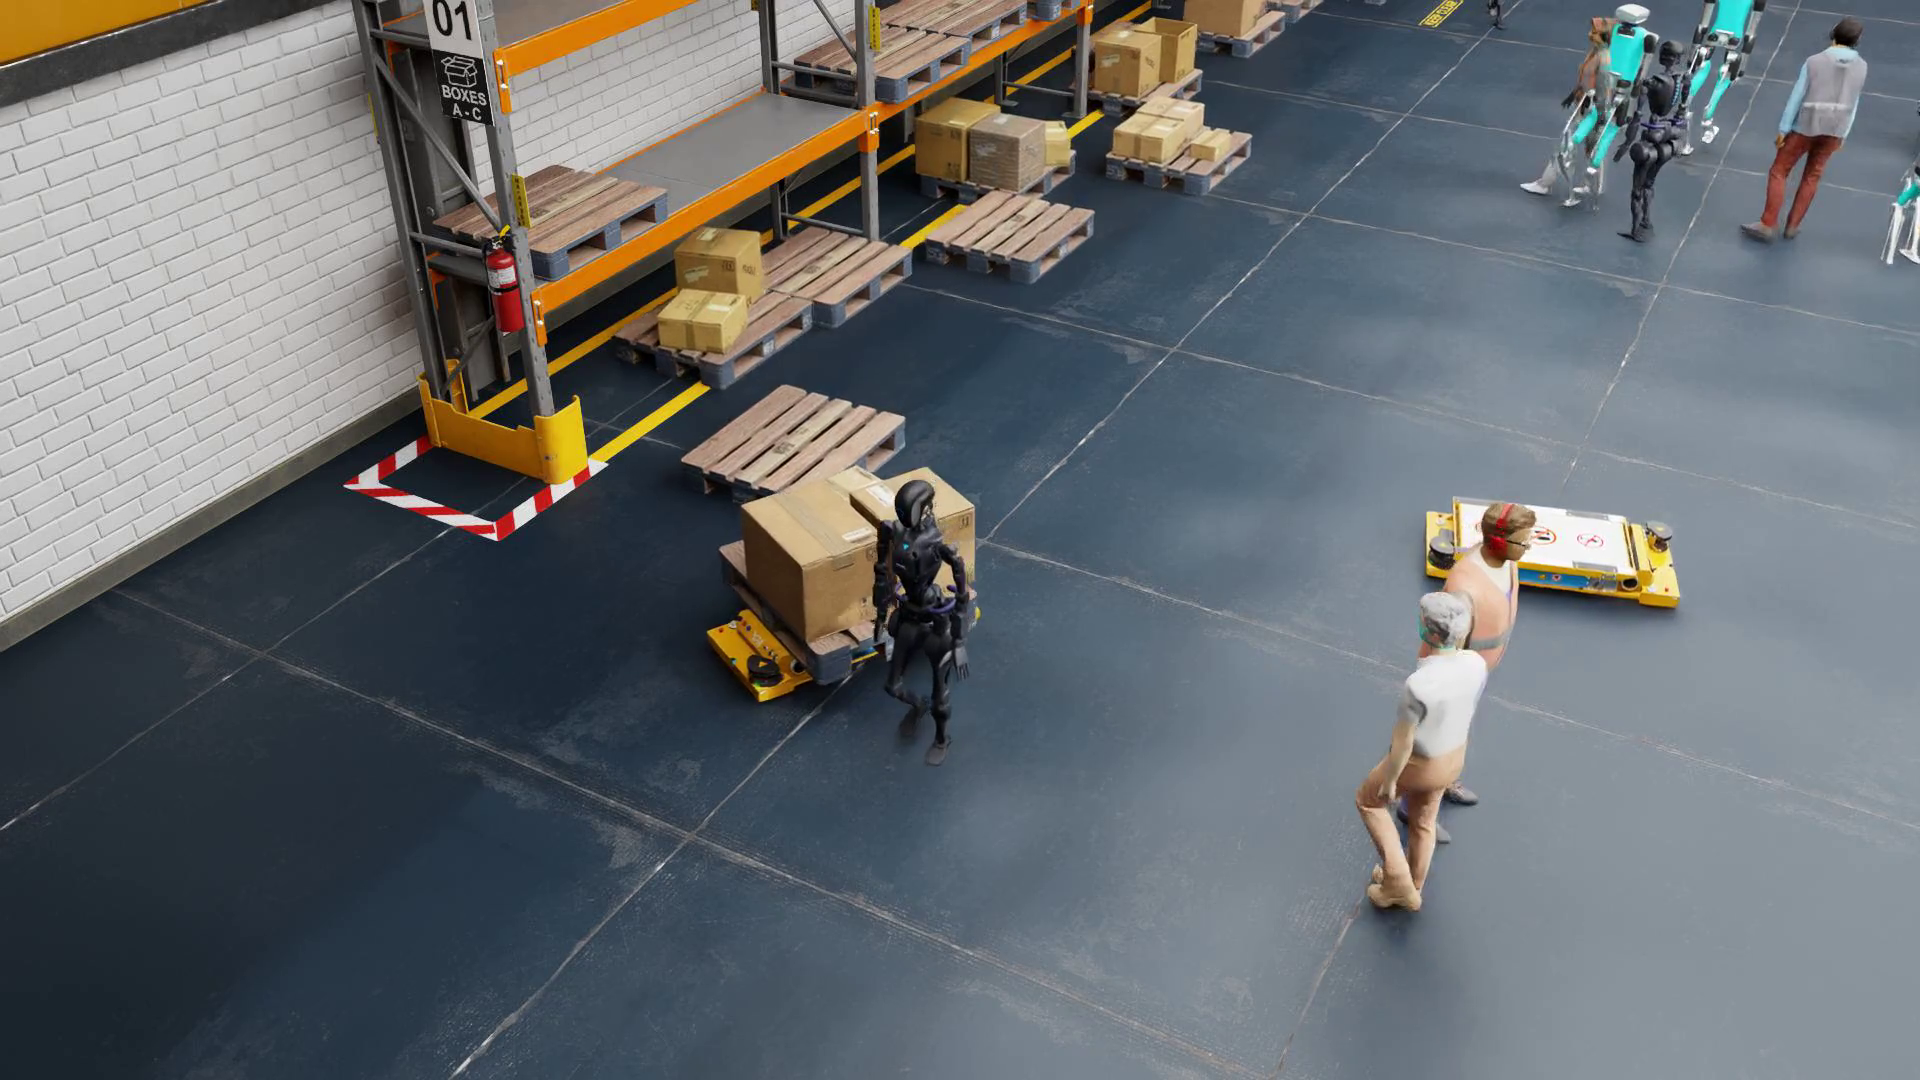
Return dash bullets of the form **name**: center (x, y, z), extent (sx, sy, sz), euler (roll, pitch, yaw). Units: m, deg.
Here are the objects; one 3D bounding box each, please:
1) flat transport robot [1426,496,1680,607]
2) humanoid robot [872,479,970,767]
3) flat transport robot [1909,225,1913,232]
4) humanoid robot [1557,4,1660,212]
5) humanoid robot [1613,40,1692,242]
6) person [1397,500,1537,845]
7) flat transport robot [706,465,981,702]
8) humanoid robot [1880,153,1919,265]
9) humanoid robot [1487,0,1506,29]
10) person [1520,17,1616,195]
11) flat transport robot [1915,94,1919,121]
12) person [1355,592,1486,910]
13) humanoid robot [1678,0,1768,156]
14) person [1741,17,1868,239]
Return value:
- **flat transport robot**: center (3.559, 0.065, 10.049), extent (1.431, 0.231, 0.659), euler (7, 34, 11)
- **humanoid robot**: center (-0.167, 0.414, 8.247), extent (0.600, 1.650, 0.361), euler (21, 39, 29)
- **flat transport robot**: center (8.875, -2.859, 14.474), extent (0.659, 0.231, 1.431), euler (29, 43, 36)
- **humanoid robot**: center (5.488, -3.661, 14.368), extent (0.808, 1.778, 0.530), euler (-24, 40, -32)
- **humanoid robot**: center (5.815, -3.340, 13.923), extent (0.602, 1.649, 0.372), euler (-13, 36, -19)
- **person**: center (2.364, 0.591, 7.833), extent (0.379, 1.839, 0.565), euler (22, 40, 30)
- **flat transport robot**: center (-0.656, 0.449, 9.468), extent (1.431, 0.231, 0.659), euler (-20, 38, -27)
- **humanoid robot**: center (7.894, -3.062, 13.488), extent (0.544, 1.834, 0.671), euler (-3, 34, -4)
- **humanoid robot**: center (6.339, -6.806, 19.229), extent (0.603, 1.649, 0.767), euler (-5, 34, -8)
- **person**: center (5.469, -3.812, 14.703), extent (0.779, 1.607, 0.512), euler (9, 34, 13)
- **flat transport robot**: center (10.019, -3.896, 16.042), extent (0.659, 0.231, 1.431), euler (-5, 34, -8)
- **person**: center (2.029, 0.951, 7.382), extent (0.494, 1.729, 0.399), euler (-18, 38, -25)
- **humanoid robot**: center (6.994, -4.368, 15.419), extent (0.547, 1.733, 1.010), euler (19, 38, 27)
- **person**: center (7.117, -3.410, 13.886), extent (0.633, 1.845, 0.501), euler (4, 34, 6)
